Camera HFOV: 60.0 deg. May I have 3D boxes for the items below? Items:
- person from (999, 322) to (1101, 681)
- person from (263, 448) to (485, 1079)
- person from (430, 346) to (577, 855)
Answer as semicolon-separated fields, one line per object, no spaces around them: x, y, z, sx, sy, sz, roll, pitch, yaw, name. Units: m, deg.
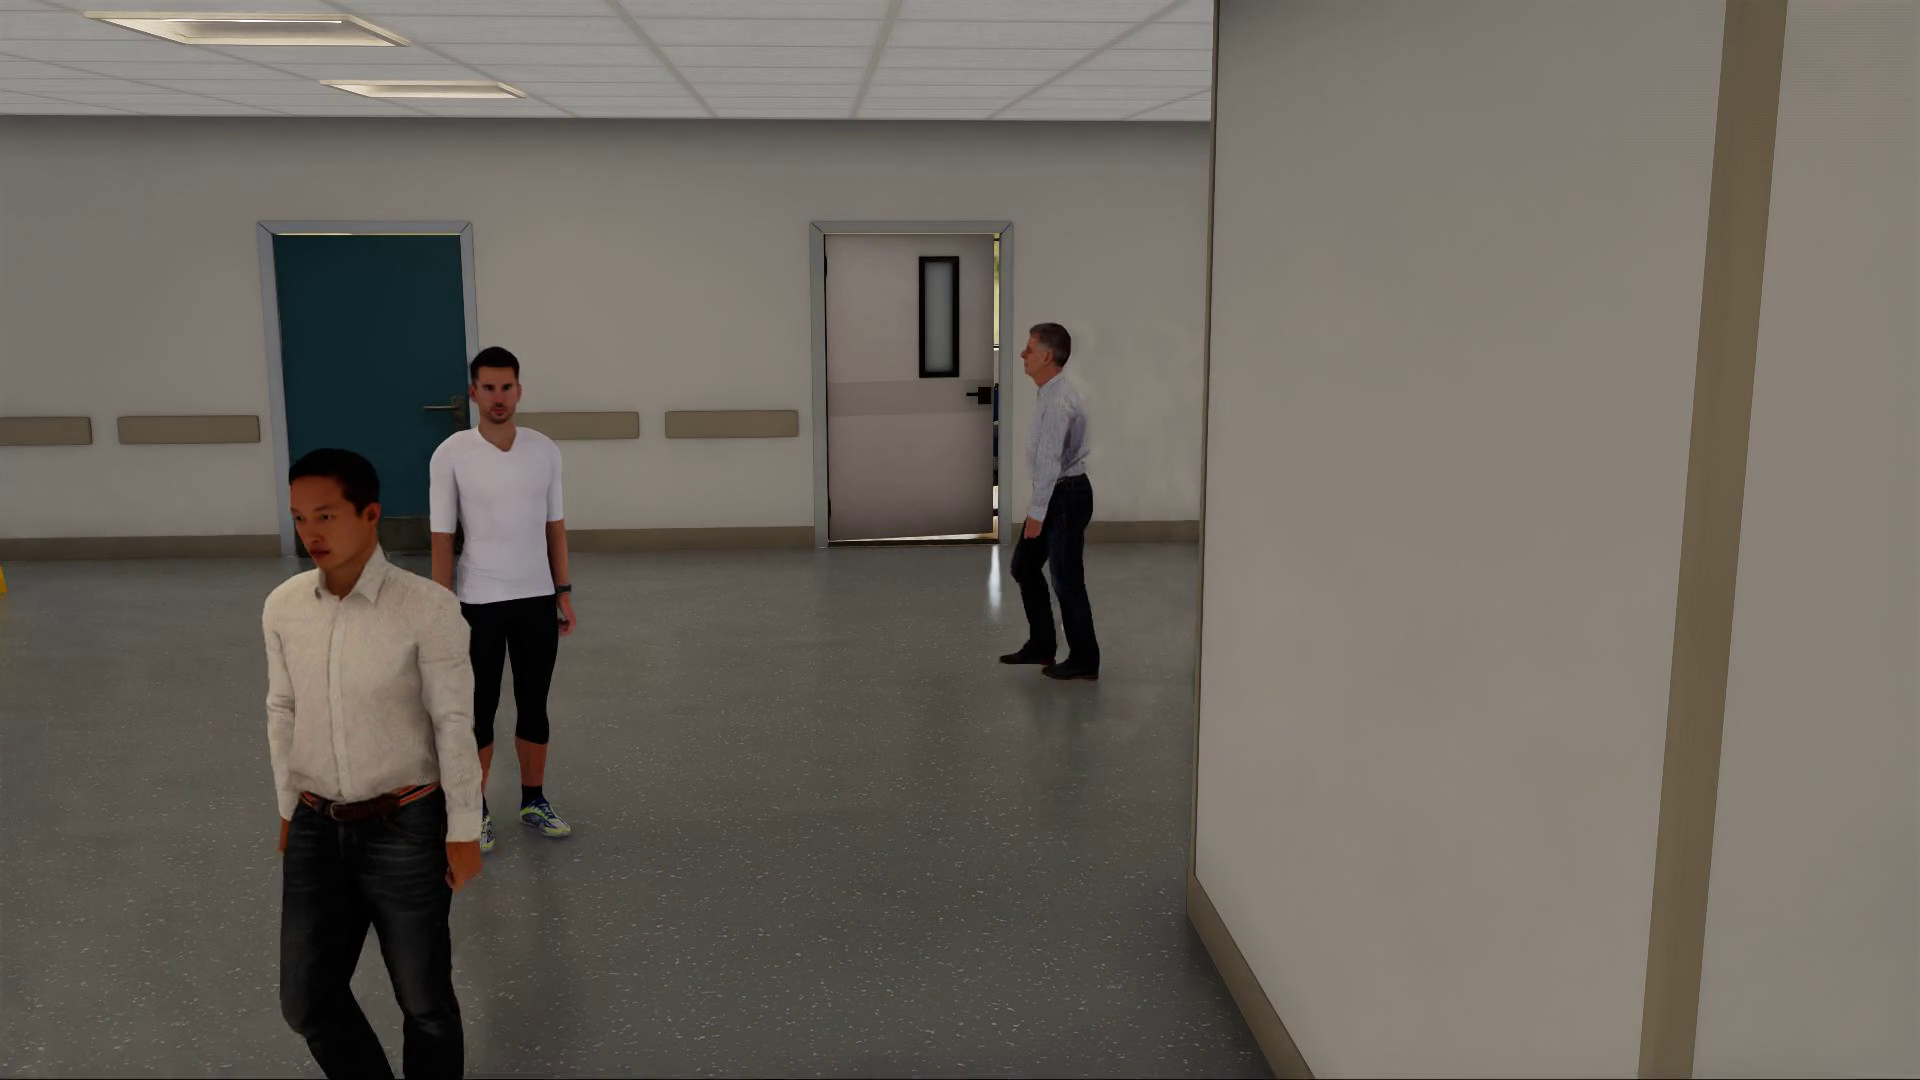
0.584;-0.174;8.316;0.739;1.801;0.677;0;11;-2;person
-1.335;0.664;3.932;0.700;1.789;0.831;1;11;7;person
-1.690;0.209;6.167;0.675;1.850;0.814;-7;13;-34;person
